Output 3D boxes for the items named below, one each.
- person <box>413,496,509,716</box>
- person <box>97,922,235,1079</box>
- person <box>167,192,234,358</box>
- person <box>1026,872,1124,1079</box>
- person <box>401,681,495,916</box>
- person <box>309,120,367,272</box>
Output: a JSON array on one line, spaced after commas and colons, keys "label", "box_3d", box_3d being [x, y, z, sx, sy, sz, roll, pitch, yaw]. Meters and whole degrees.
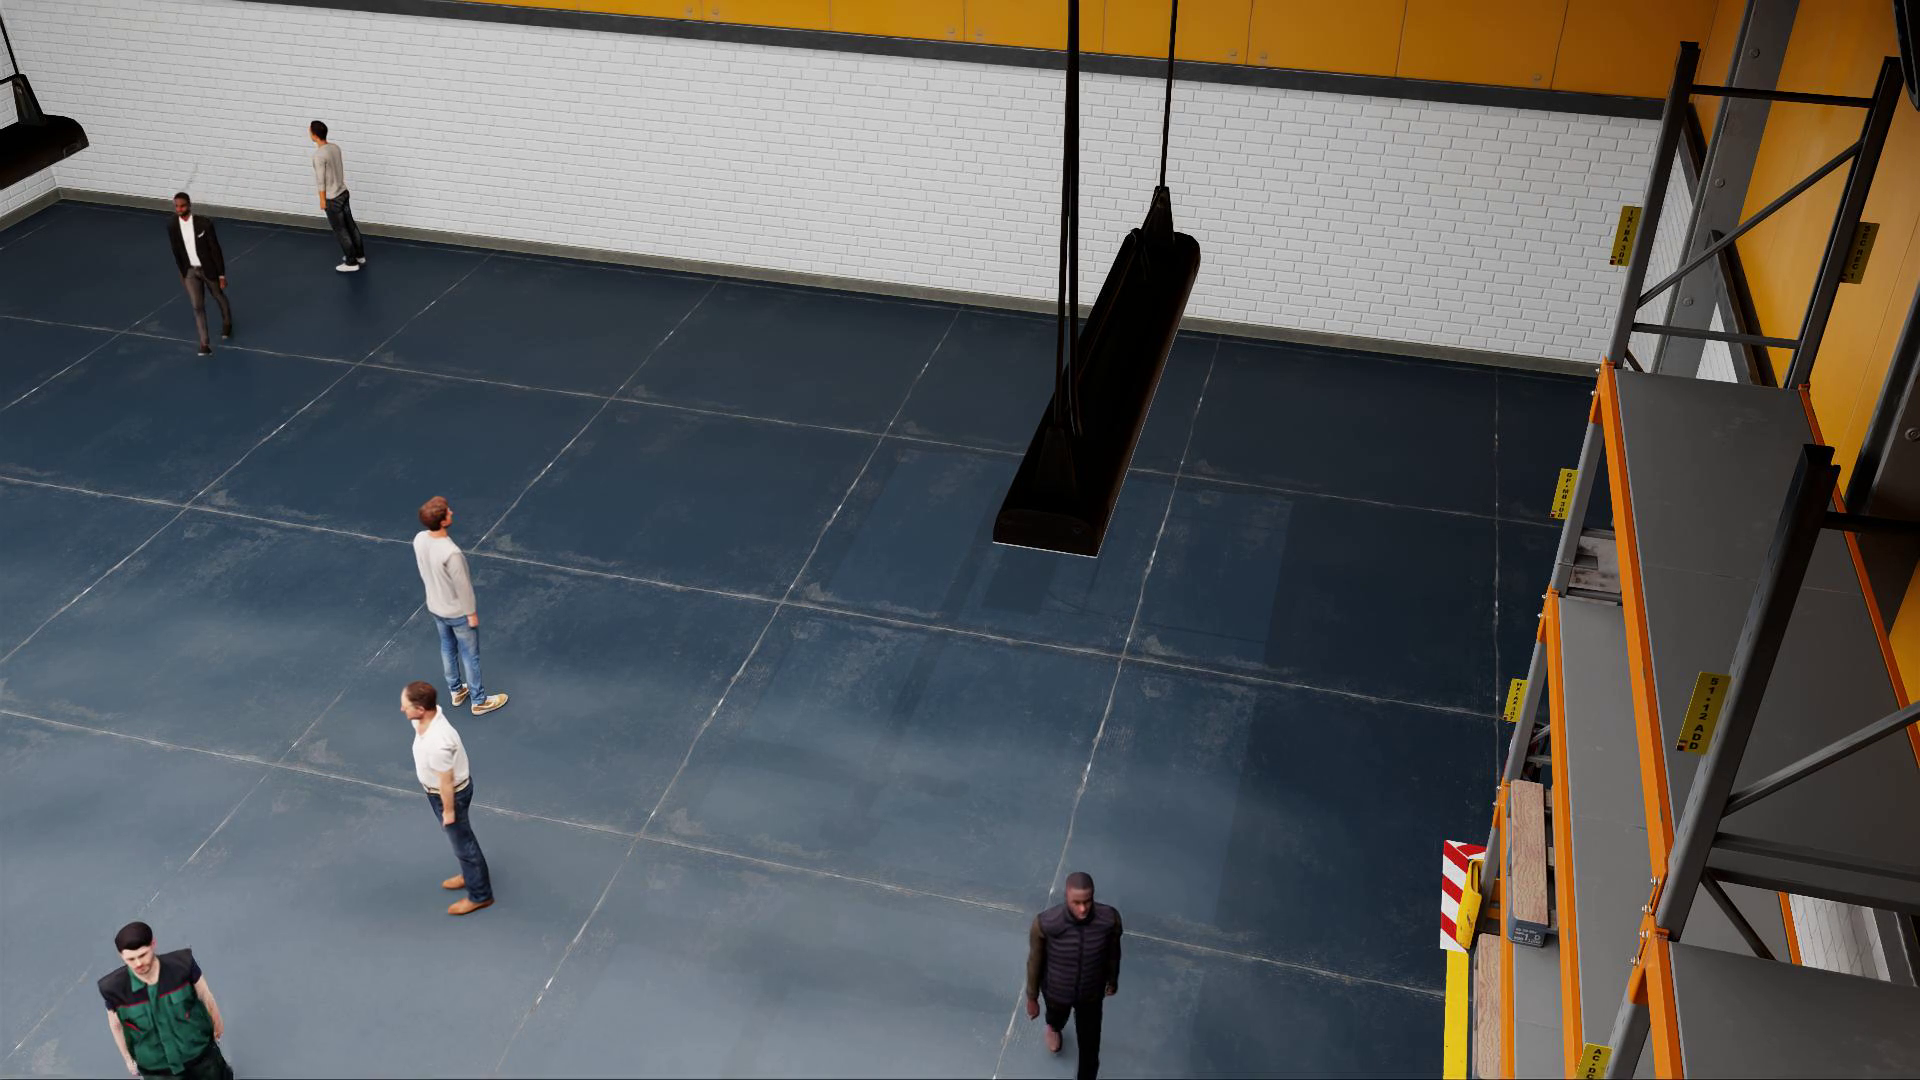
[{"label": "person", "box_3d": [-3.899, 0.506, 12.771, 0.730, 1.904, 0.710, 22, 40, 30]}, {"label": "person", "box_3d": [-4.403, 2.807, 9.328, 1.037, 1.884, 1.105, -17, 37, -23]}, {"label": "person", "box_3d": [-8.205, -2.932, 18.085, 0.973, 1.749, 1.258, -4, 34, -6]}, {"label": "person", "box_3d": [0.648, 2.571, 9.761, 0.975, 1.796, 1.279, -2, 34, -3]}, {"label": "person", "box_3d": [-3.379, 1.675, 11.065, 0.814, 1.846, 0.741, -15, 37, -22]}, {"label": "person", "box_3d": [-7.421, -4.105, 19.796, 0.717, 1.807, 0.521, 4, 34, 6]}]
